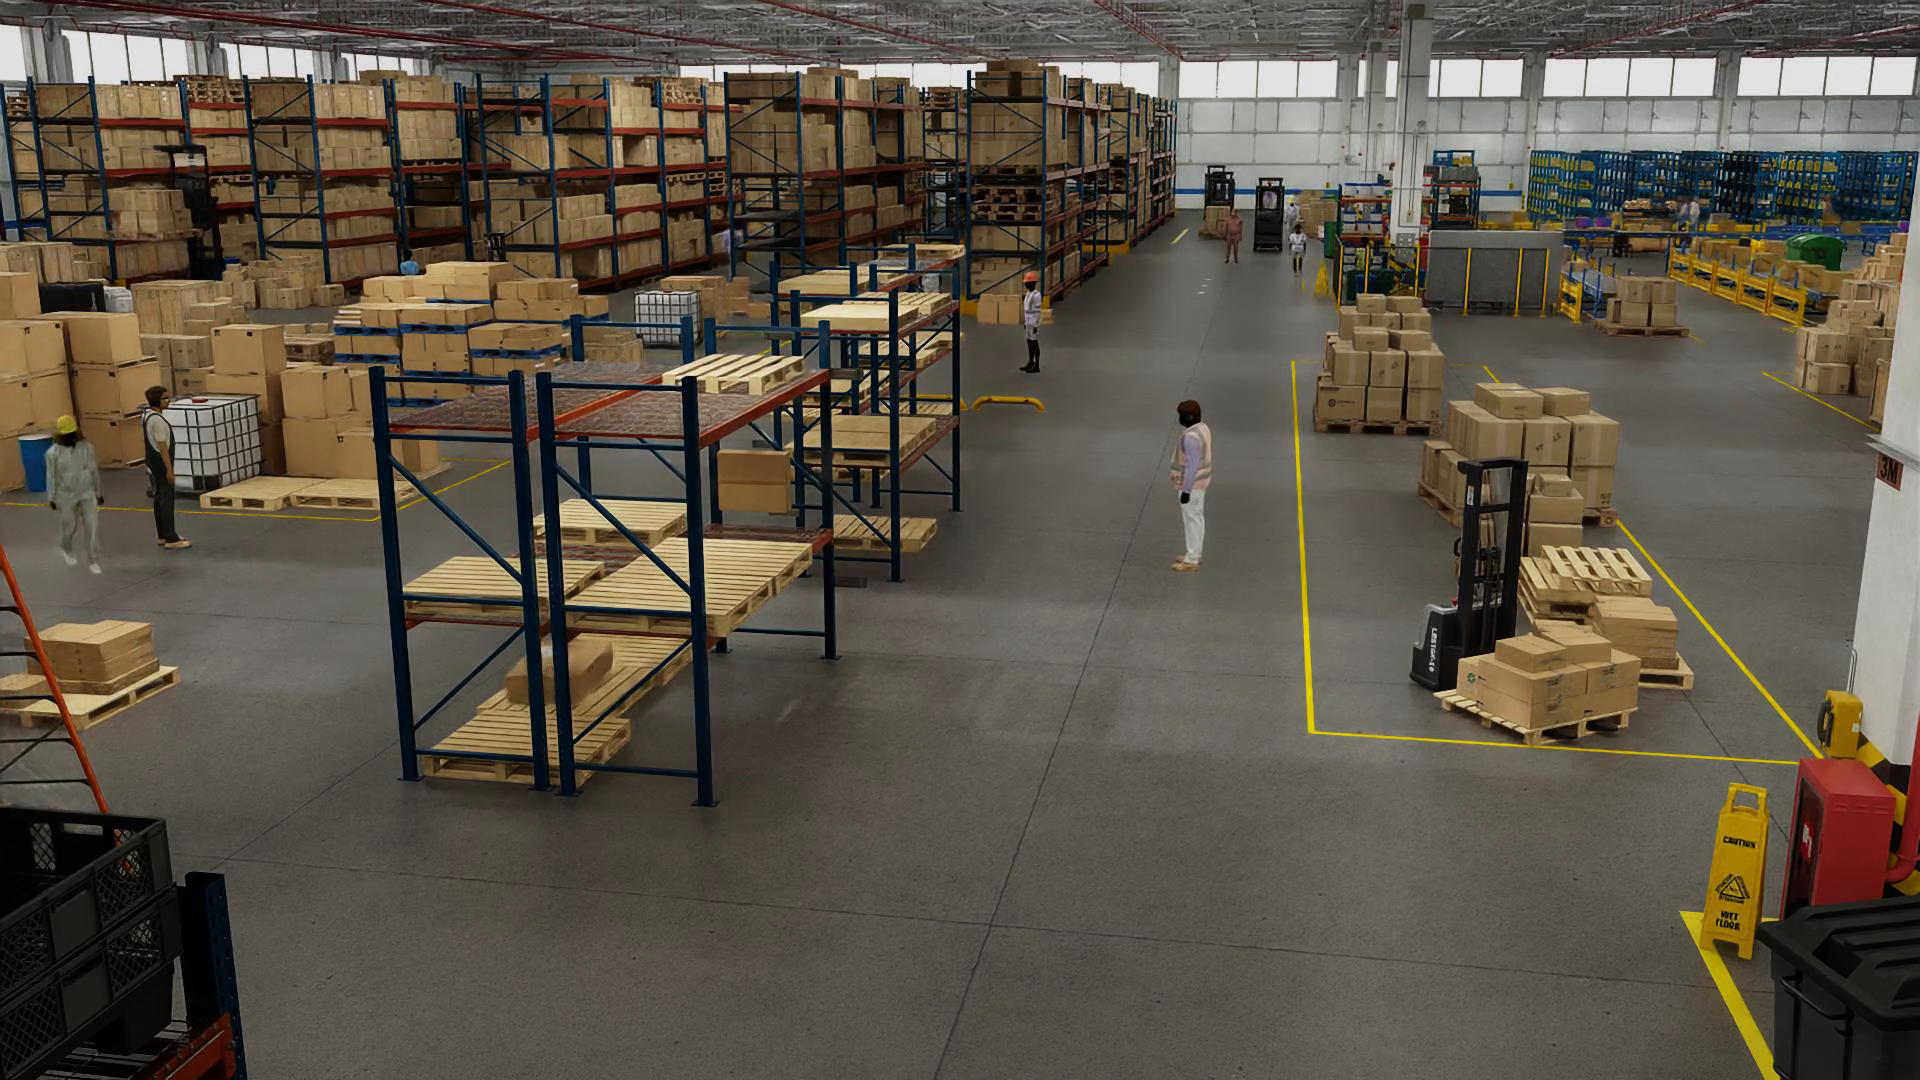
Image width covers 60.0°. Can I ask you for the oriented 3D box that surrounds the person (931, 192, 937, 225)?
[{"bbox_3d":[-1.330,-16.506,82.369,0.404,1.836,0.590,2,14,7],"label":"person"}]

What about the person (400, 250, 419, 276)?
[{"bbox_3d":[-13.796,-6.431,41.749,0.321,1.695,0.537,9,17,33],"label":"person"}]

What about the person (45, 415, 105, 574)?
[{"bbox_3d":[-9.360,-0.492,17.578,0.516,1.722,0.519,-13,19,-43],"label":"person"}]

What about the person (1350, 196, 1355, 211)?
[{"bbox_3d":[20.669,-17.787,87.786,0.485,1.734,0.348,-10,17,-34],"label":"person"}]

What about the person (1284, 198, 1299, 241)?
[{"bbox_3d":[14.054,-13.583,70.519,0.613,1.822,0.418,1,14,5],"label":"person"}]

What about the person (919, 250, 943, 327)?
[{"bbox_3d":[-0.700,-6.090,39.812,0.609,1.963,0.367,-5,15,-19],"label":"person"}]

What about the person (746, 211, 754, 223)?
[{"bbox_3d":[-9.274,-14.165,73.120,0.536,1.713,0.932,5,15,21],"label":"person"}]

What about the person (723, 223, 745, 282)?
[{"bbox_3d":[-6.933,-8.895,51.362,0.655,1.884,1.013,5,15,20],"label":"person"}]

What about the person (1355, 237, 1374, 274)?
[{"bbox_3d":[11.386,-7.705,46.931,0.537,1.691,0.320,9,16,32],"label":"person"}]

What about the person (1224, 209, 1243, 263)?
[{"bbox_3d":[9.680,-10.771,58.938,0.652,1.906,0.403,2,14,9],"label":"person"}]

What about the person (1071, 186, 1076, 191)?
[{"bbox_3d":[5.745,-17.111,84.770,0.656,1.867,0.969,0,14,0],"label":"person"}]

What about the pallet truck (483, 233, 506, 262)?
[{"bbox_3d":[-11.832,-7.026,43.548,1.885,1.965,0.823,8,16,28],"label":"pallet truck"}]

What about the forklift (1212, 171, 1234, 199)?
[{"bbox_3d":[11.742,-15.106,74.533,1.129,2.768,1.873,3,14,10],"label":"forklift"}]

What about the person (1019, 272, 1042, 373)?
[{"bbox_3d":[1.372,-4.217,32.266,0.356,1.936,0.551,-5,15,-20],"label":"person"}]

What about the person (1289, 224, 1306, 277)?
[{"bbox_3d":[10.802,-9.274,53.327,0.557,1.666,0.767,4,14,16],"label":"person"}]

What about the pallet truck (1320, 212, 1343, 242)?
[{"bbox_3d":[15.874,-13.227,70.310,0.680,1.201,1.601,10,17,35],"label":"pallet truck"}]

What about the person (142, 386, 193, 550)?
[{"bbox_3d":[-8.915,-0.812,18.633,0.344,1.846,0.507,-11,18,-37],"label":"person"}]

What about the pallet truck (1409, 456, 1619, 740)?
[{"bbox_3d":[4.504,0.400,13.395,0.823,1.965,1.885,-6,15,-23],"label":"pallet truck"}]

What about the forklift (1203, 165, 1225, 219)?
[{"bbox_3d":[13.485,-18.357,87.732,1.129,2.768,1.873,3,14,10],"label":"forklift"}]

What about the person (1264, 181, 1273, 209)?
[{"bbox_3d":[17.082,-18.906,91.949,0.605,1.920,0.389,-8,16,-29],"label":"person"}]

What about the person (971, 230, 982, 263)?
[{"bbox_3d":[0.584,-9.102,52.269,0.707,1.853,0.758,-3,14,-11],"label":"person"}]

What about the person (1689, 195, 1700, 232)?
[{"bbox_3d":[31.626,-13.915,71.748,0.538,1.887,0.648,8,16,31],"label":"person"}]

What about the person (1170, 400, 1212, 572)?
[{"bbox_3d":[2.449,-0.579,17.710,0.430,1.836,0.624,5,15,18],"label":"person"}]

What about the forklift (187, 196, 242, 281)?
[{"bbox_3d":[-21.128,-8.215,46.558,1.129,2.768,1.873,3,14,10],"label":"forklift"}]

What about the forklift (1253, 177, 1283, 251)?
[{"bbox_3d":[12.083,-12.747,64.956,1.129,2.768,1.873,3,14,10],"label":"forklift"}]

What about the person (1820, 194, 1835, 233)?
[{"bbox_3d":[37.275,-13.869,71.452,1.048,1.949,0.629,6,15,24],"label":"person"}]

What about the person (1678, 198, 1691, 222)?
[{"bbox_3d":[31.006,-13.687,71.008,0.791,1.794,0.604,6,15,22],"label":"person"}]

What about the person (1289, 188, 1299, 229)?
[{"bbox_3d":[15.986,-15.842,79.476,0.632,1.928,0.441,-10,17,-34],"label":"person"}]
